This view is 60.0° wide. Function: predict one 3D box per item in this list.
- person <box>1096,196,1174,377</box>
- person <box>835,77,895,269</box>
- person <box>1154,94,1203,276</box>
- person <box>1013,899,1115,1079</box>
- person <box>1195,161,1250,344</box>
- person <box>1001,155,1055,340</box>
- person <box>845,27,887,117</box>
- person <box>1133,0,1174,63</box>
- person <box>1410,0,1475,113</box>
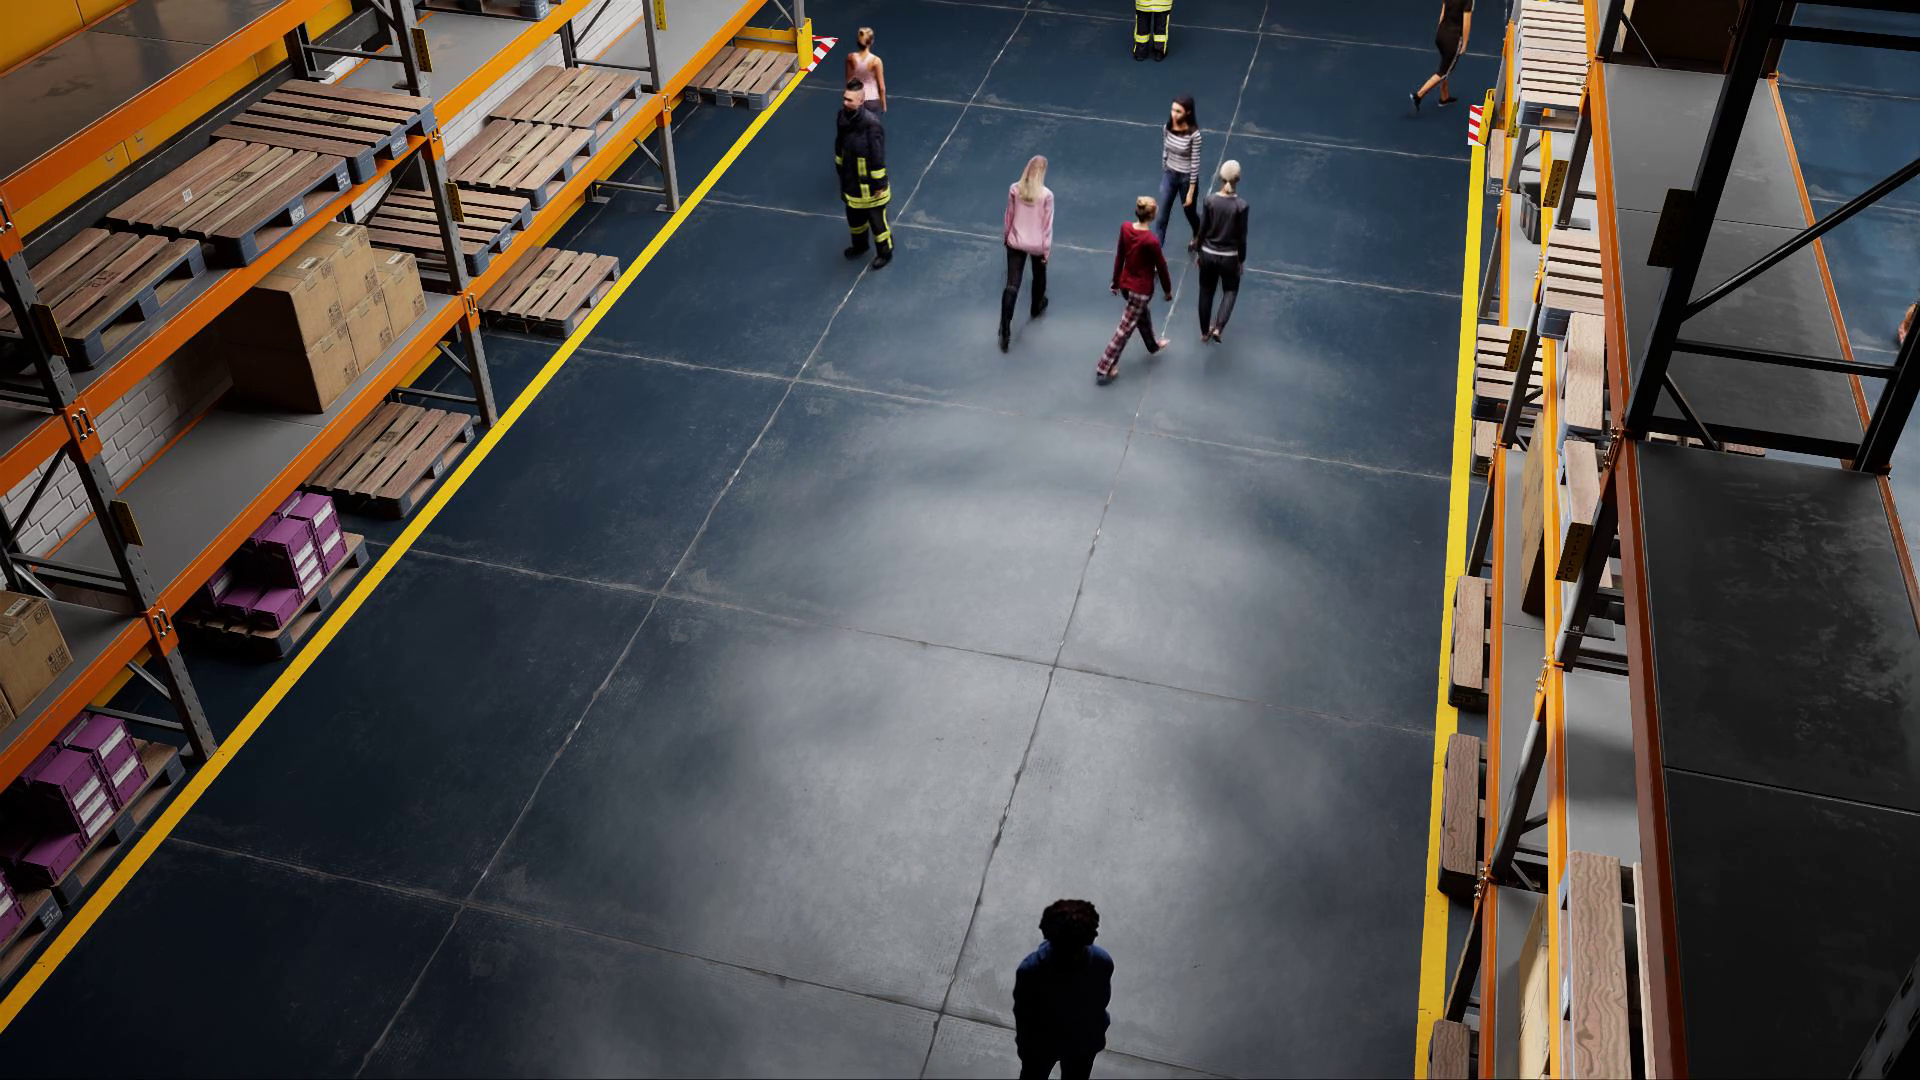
[{"bbox_3d":[1.451,-2.118,14.192,1.165,1.649,1.062,-23,44,-26],"label":"person"},{"bbox_3d":[-0.900,-3.487,15.747,0.859,1.847,0.849,26,46,29],"label":"person"},{"bbox_3d":[2.127,-3.347,15.652,0.902,1.747,1.202,26,46,29],"label":"person"},{"bbox_3d":[0.507,2.447,8.345,0.759,1.811,0.747,-8,39,-10],"label":"person"},{"bbox_3d":[2.265,-2.464,14.574,0.646,1.711,0.717,12,40,15],"label":"person"},{"bbox_3d":[0.574,-2.559,14.745,0.749,1.648,1.160,13,40,16],"label":"person"},{"bbox_3d":[-1.010,-4.468,17.144,0.604,1.636,0.683,12,40,15],"label":"person"},{"bbox_3d":[2.304,-6.583,19.643,0.766,1.823,0.690,5,39,7],"label":"person"},{"bbox_3d":[5.383,-5.555,18.499,1.037,1.643,1.016,-16,41,-20],"label":"person"}]
